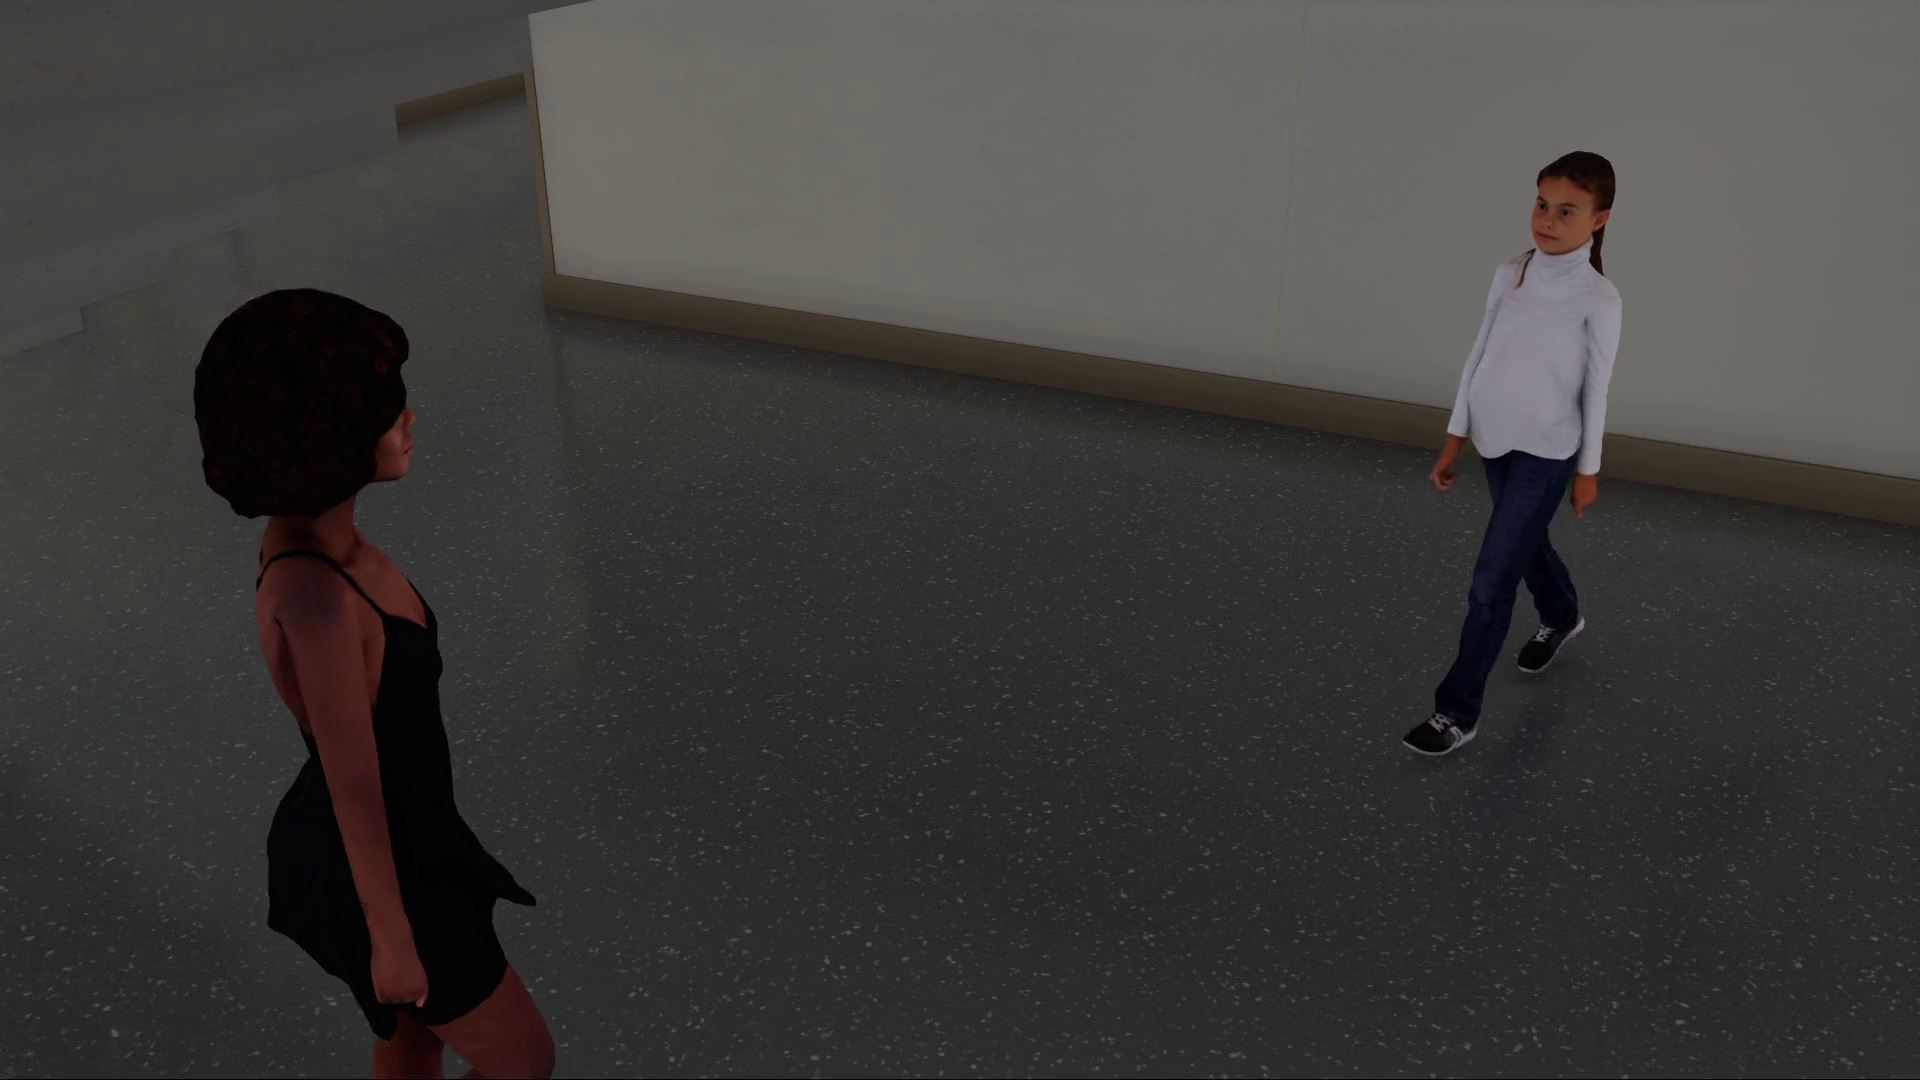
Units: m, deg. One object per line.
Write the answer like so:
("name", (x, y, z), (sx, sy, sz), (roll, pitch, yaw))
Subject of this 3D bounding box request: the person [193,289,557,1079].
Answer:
("person", (-0.922, 0.522, 2.454), (0.778, 1.779, 0.714), (-10, 28, -20))

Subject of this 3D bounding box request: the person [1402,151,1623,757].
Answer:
("person", (1.524, -0.237, 4.323), (0.943, 1.520, 1.064), (-17, 30, -31))
